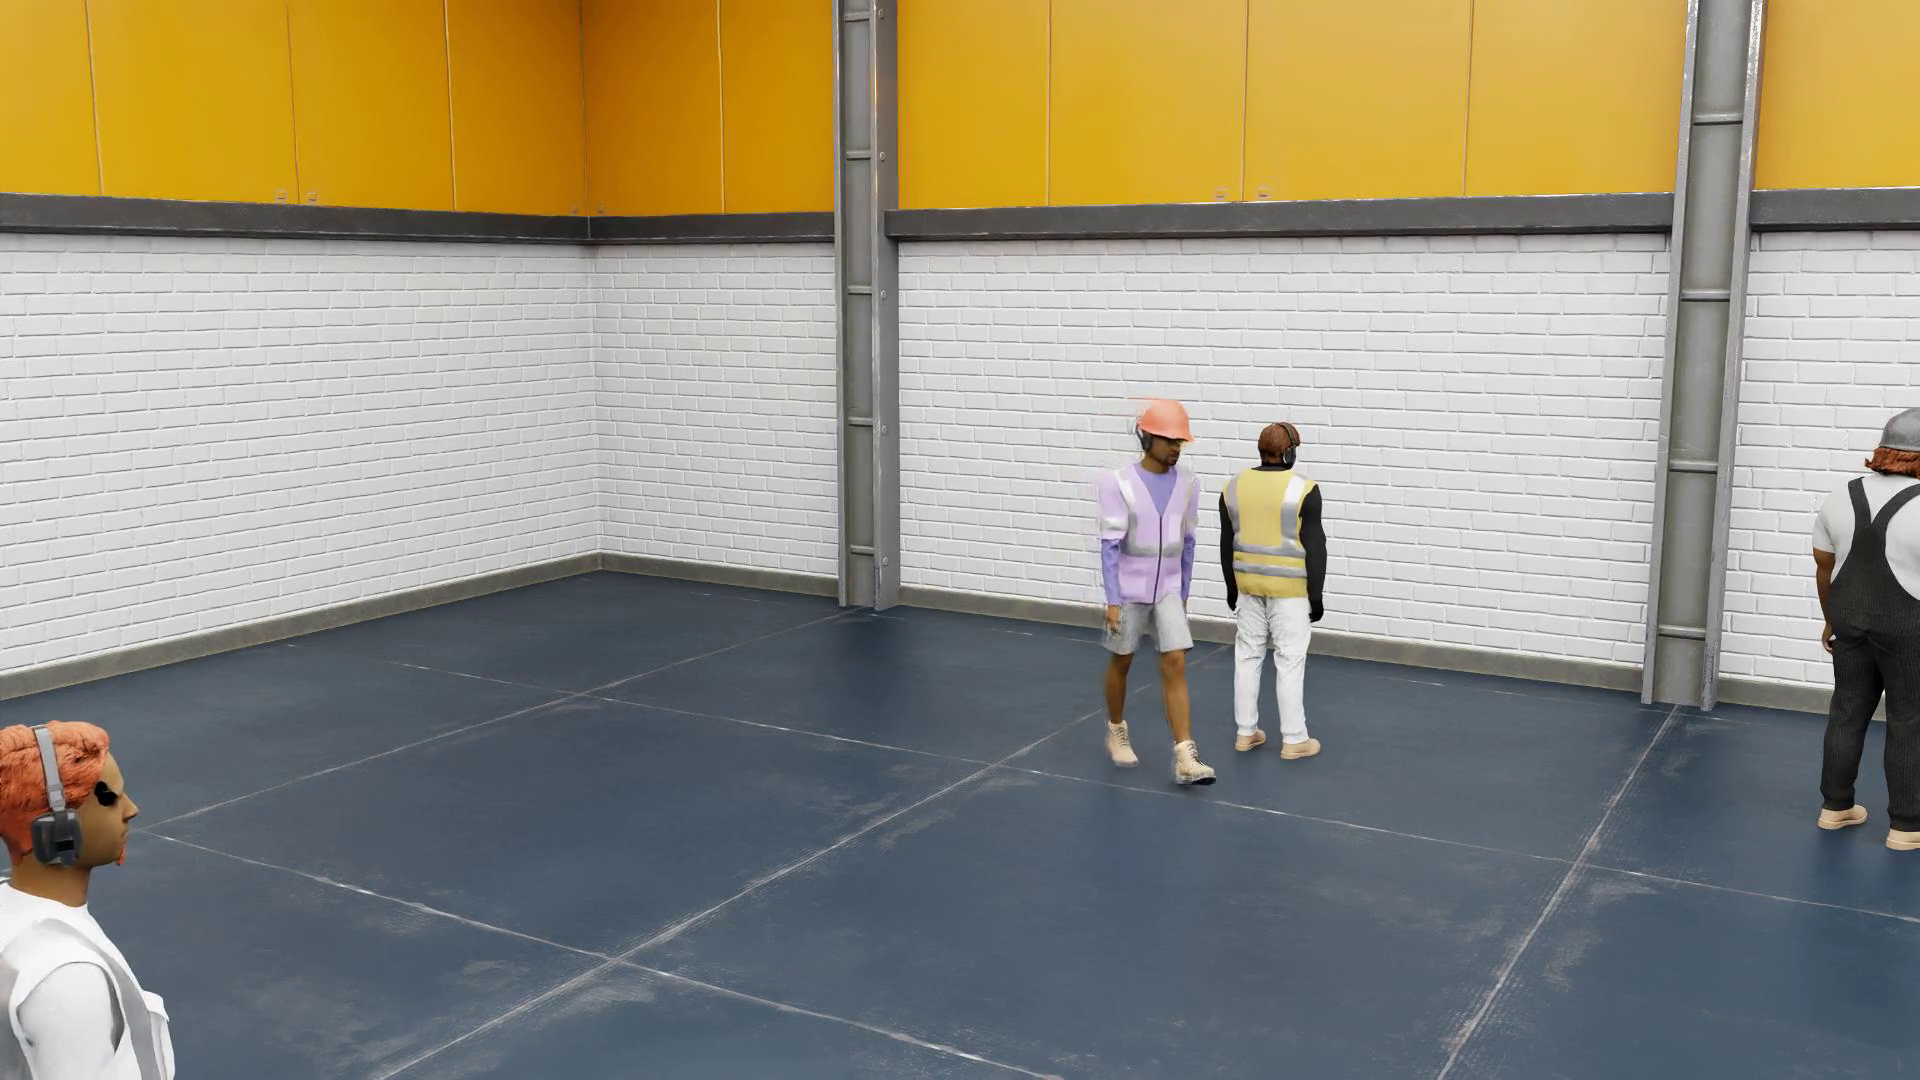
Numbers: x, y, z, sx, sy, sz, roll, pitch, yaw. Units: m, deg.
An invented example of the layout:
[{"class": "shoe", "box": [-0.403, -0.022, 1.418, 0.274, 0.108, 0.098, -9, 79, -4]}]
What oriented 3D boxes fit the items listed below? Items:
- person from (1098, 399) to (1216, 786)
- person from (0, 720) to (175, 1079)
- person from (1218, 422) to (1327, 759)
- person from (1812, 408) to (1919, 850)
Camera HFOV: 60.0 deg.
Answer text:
[{"class": "person", "box": [1.019, 0.280, 8.606, 0.625, 1.987, 1.044, -3, 10, -18]}, {"class": "person", "box": [-1.558, 1.244, 2.951, 0.355, 1.883, 0.572, -9, 13, -43]}, {"class": "person", "box": [1.732, 0.273, 9.135, 0.619, 1.845, 0.430, 8, 12, 40]}, {"class": "person", "box": [4.364, 0.397, 7.743, 0.538, 2.000, 0.690, -5, 10, -28]}]
